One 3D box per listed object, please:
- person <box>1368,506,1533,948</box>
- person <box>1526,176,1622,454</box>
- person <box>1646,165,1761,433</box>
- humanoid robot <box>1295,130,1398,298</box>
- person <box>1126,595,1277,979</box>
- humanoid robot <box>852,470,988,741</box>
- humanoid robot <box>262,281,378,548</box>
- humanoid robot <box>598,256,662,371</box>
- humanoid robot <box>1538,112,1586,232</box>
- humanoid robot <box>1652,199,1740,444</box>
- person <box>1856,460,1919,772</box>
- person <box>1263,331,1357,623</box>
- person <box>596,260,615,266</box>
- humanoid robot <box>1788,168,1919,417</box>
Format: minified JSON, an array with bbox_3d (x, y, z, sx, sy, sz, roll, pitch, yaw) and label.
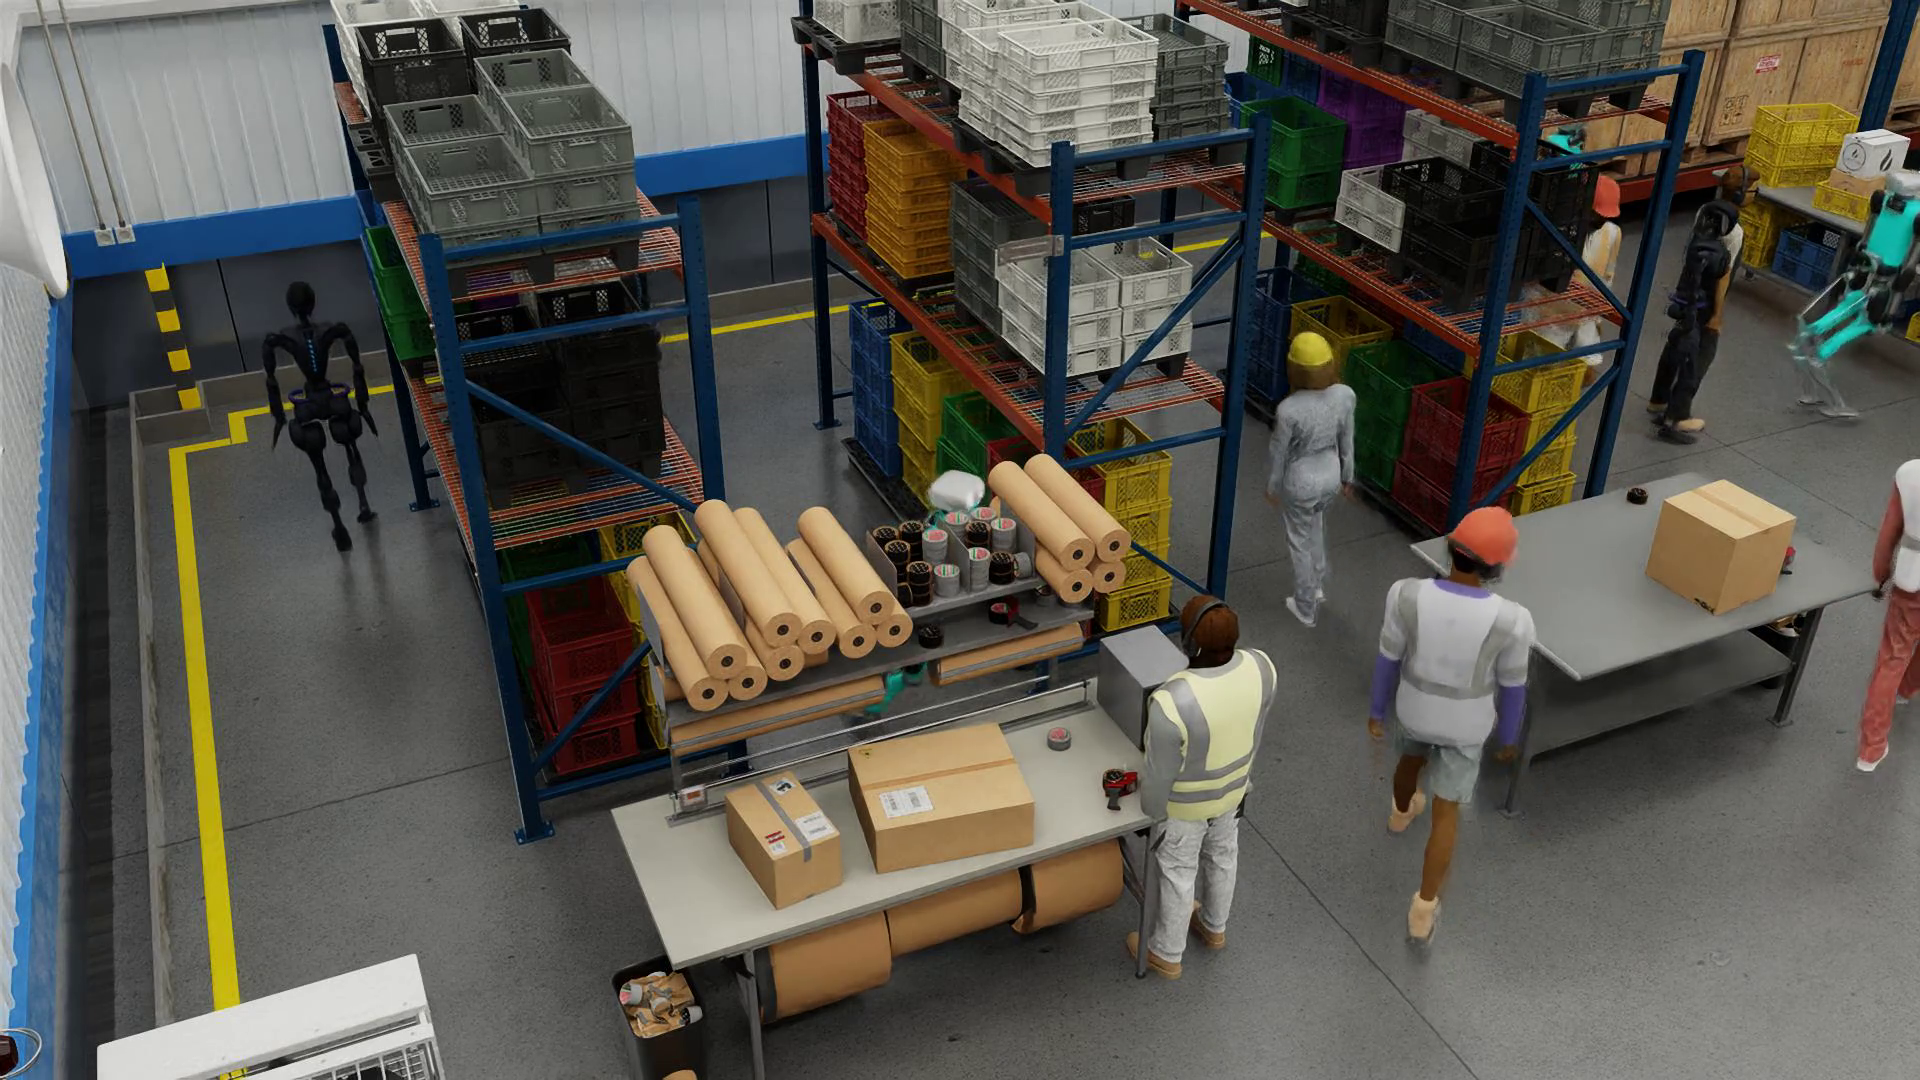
[{"bbox_3d":[2.084,0.734,7.153,0.623,1.974,1.020,16,35,24],"label":"person"},{"bbox_3d":[3.921,-1.415,10.695,0.573,1.916,0.426,-6,32,-10],"label":"person"},{"bbox_3d":[4.957,-1.607,11.087,0.335,1.838,0.506,-3,32,-4],"label":"person"},{"bbox_3d":[2.855,-2.466,12.672,0.745,1.883,0.530,27,41,36],"label":"humanoid robot"},{"bbox_3d":[0.957,1.014,6.823,0.623,1.843,0.429,-21,38,-31],"label":"person"},{"bbox_3d":[-0.296,0.458,7.884,0.841,1.816,0.536,10,33,16],"label":"humanoid robot"},{"bbox_3d":[-3.784,-0.751,9.844,0.587,1.650,0.406,-14,34,-22],"label":"humanoid robot"},{"bbox_3d":[-2.133,-1.219,10.652,0.781,1.630,0.591,13,34,20],"label":"humanoid robot"},{"bbox_3d":[4.553,-2.187,12.200,0.802,1.843,0.543,26,40,35],"label":"humanoid robot"},{"bbox_3d":[4.889,-1.458,10.990,0.369,1.654,0.614,20,37,29],"label":"humanoid robot"},{"bbox_3d":[4.788,0.202,8.141,0.645,1.838,1.016,18,36,27],"label":"person"},{"bbox_3d":[1.887,-0.342,9.133,0.504,1.713,0.507,-12,33,-18],"label":"person"},{"bbox_3d":[-2.625,-2.170,12.003,0.384,1.836,0.566,20,37,29],"label":"person"},{"bbox_3d":[5.901,-1.612,11.087,0.734,1.696,0.530,-6,32,-10],"label":"humanoid robot"}]
